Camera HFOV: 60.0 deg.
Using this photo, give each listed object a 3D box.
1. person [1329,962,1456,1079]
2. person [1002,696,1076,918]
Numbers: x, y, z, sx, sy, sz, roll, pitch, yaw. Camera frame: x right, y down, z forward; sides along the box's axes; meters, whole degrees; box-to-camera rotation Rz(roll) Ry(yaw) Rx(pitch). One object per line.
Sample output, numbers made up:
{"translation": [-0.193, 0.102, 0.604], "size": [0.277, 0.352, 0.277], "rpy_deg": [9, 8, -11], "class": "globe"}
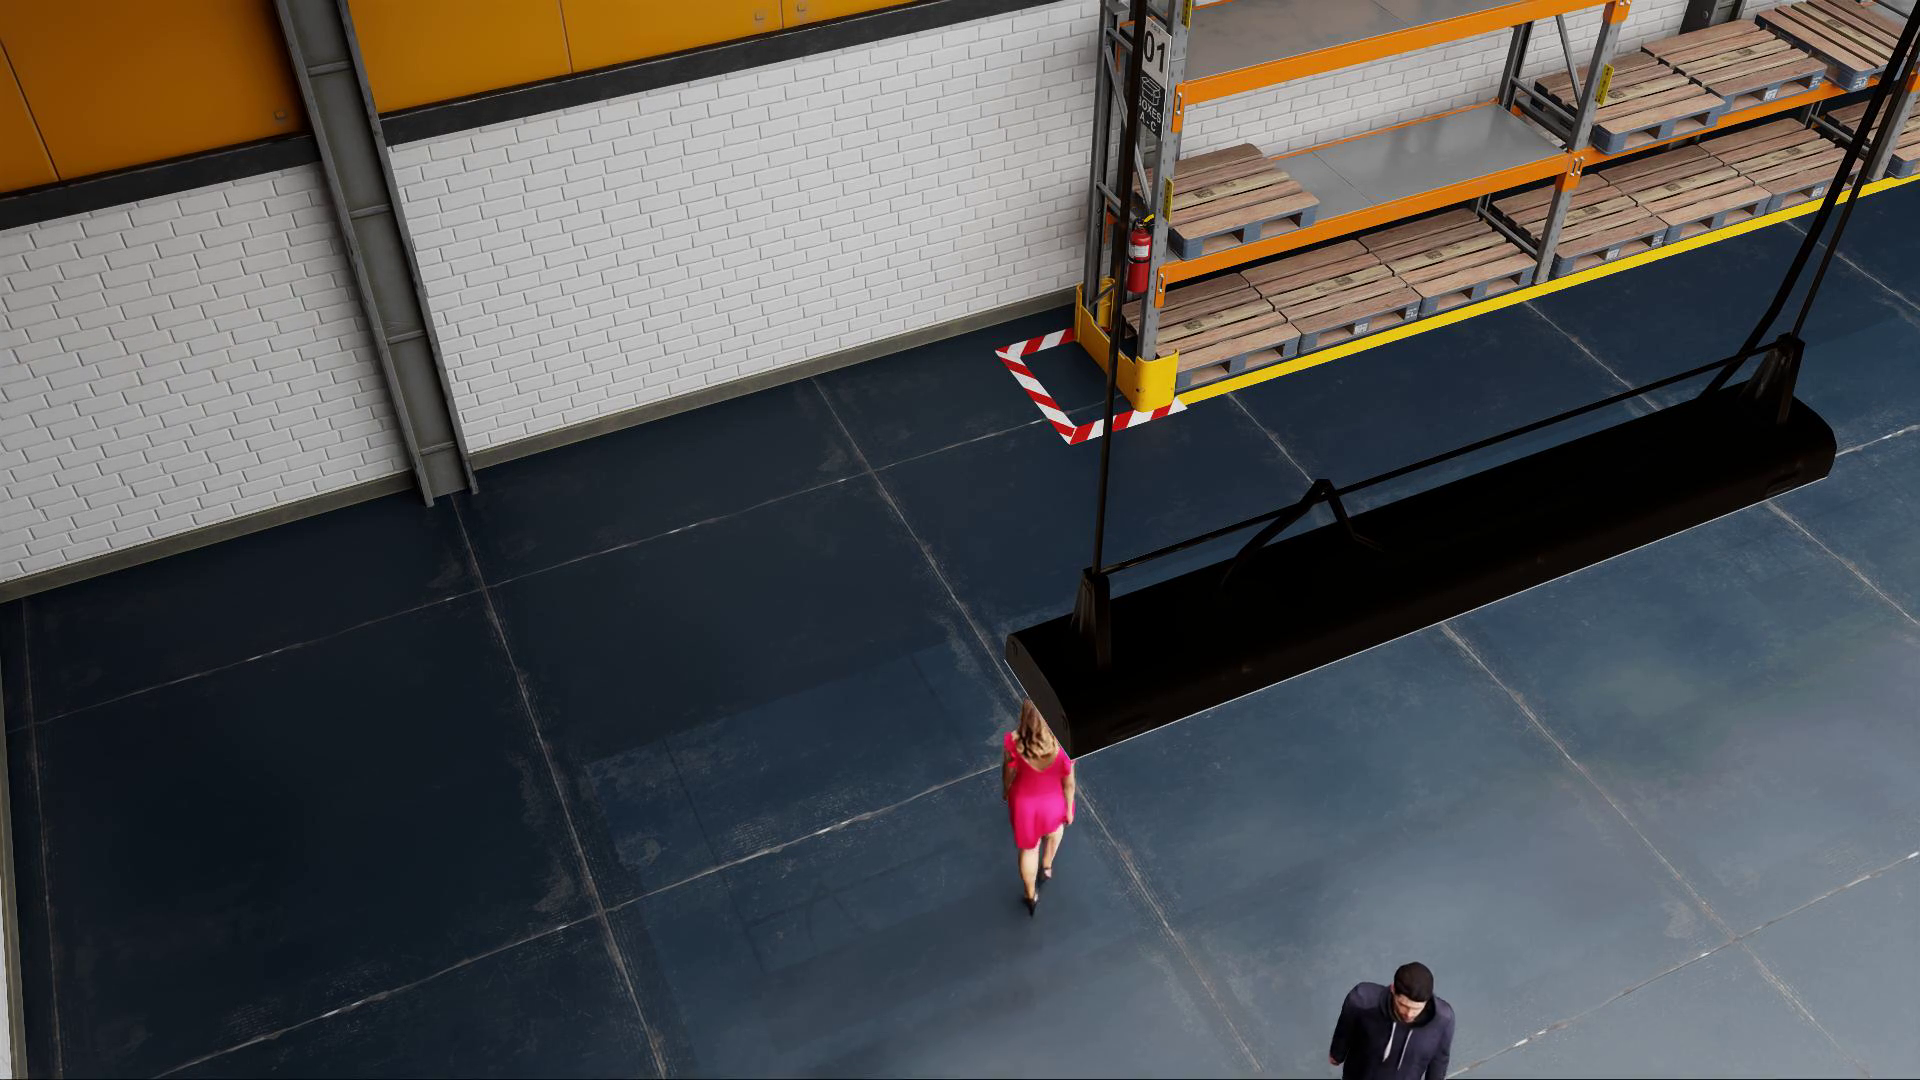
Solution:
{"translation": [2.095, 2.550, 8.227], "size": [1.225, 1.845, 1.180], "rpy_deg": [7, 44, 8], "class": "person"}
{"translation": [0.437, 1.550, 9.371], "size": [0.737, 1.713, 0.794], "rpy_deg": [6, 44, 6], "class": "person"}
